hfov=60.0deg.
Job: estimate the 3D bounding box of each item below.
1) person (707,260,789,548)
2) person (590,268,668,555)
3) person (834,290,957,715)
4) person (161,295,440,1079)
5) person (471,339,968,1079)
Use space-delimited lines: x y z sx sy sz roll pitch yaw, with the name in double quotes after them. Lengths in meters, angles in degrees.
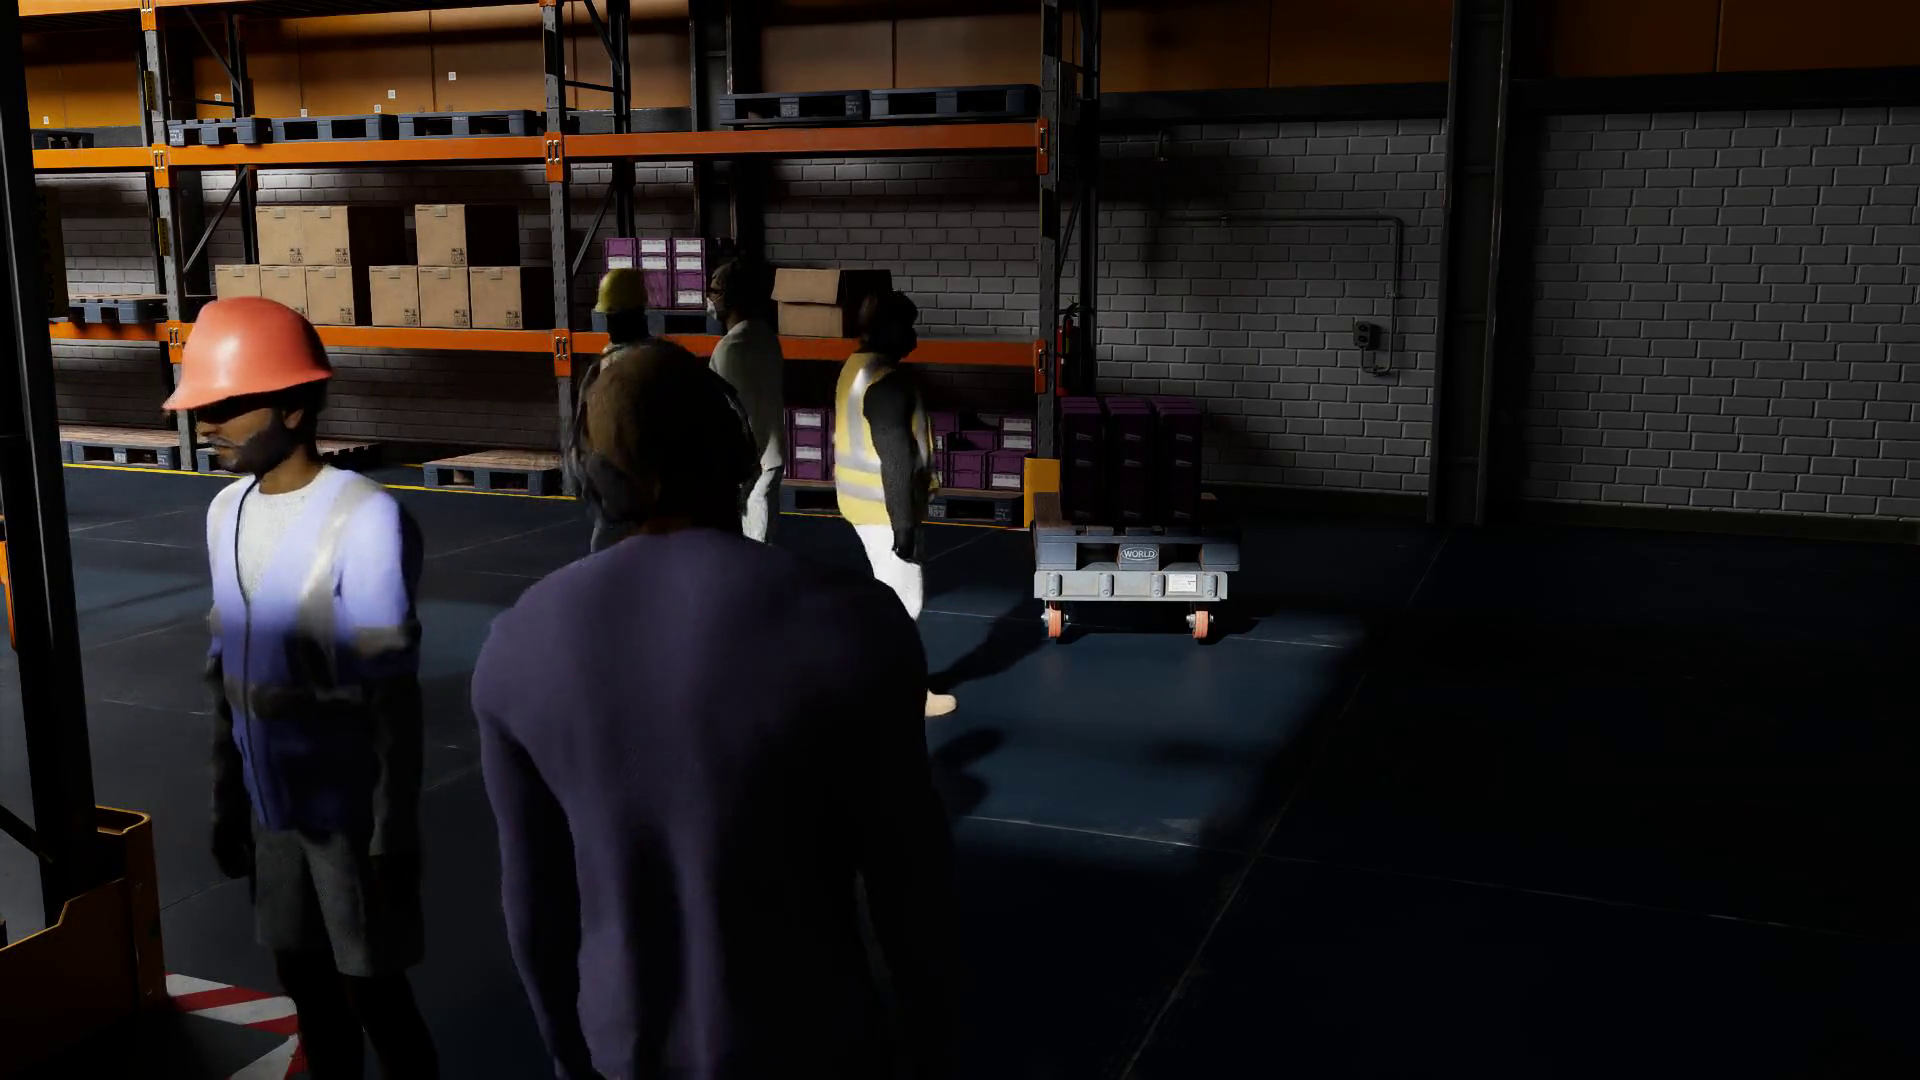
-0.987 -0.310 7.671 0.378 1.940 0.628 2 10 8 "person"
-1.620 -0.331 7.911 0.597 1.886 0.846 9 14 42 "person"
-0.351 -0.121 6.916 0.668 1.824 0.640 -3 10 -14 "person"
-1.263 0.500 3.213 0.549 1.927 0.408 7 12 33 "person"
-0.341 0.698 2.176 0.679 1.896 0.692 3 11 18 "person"
